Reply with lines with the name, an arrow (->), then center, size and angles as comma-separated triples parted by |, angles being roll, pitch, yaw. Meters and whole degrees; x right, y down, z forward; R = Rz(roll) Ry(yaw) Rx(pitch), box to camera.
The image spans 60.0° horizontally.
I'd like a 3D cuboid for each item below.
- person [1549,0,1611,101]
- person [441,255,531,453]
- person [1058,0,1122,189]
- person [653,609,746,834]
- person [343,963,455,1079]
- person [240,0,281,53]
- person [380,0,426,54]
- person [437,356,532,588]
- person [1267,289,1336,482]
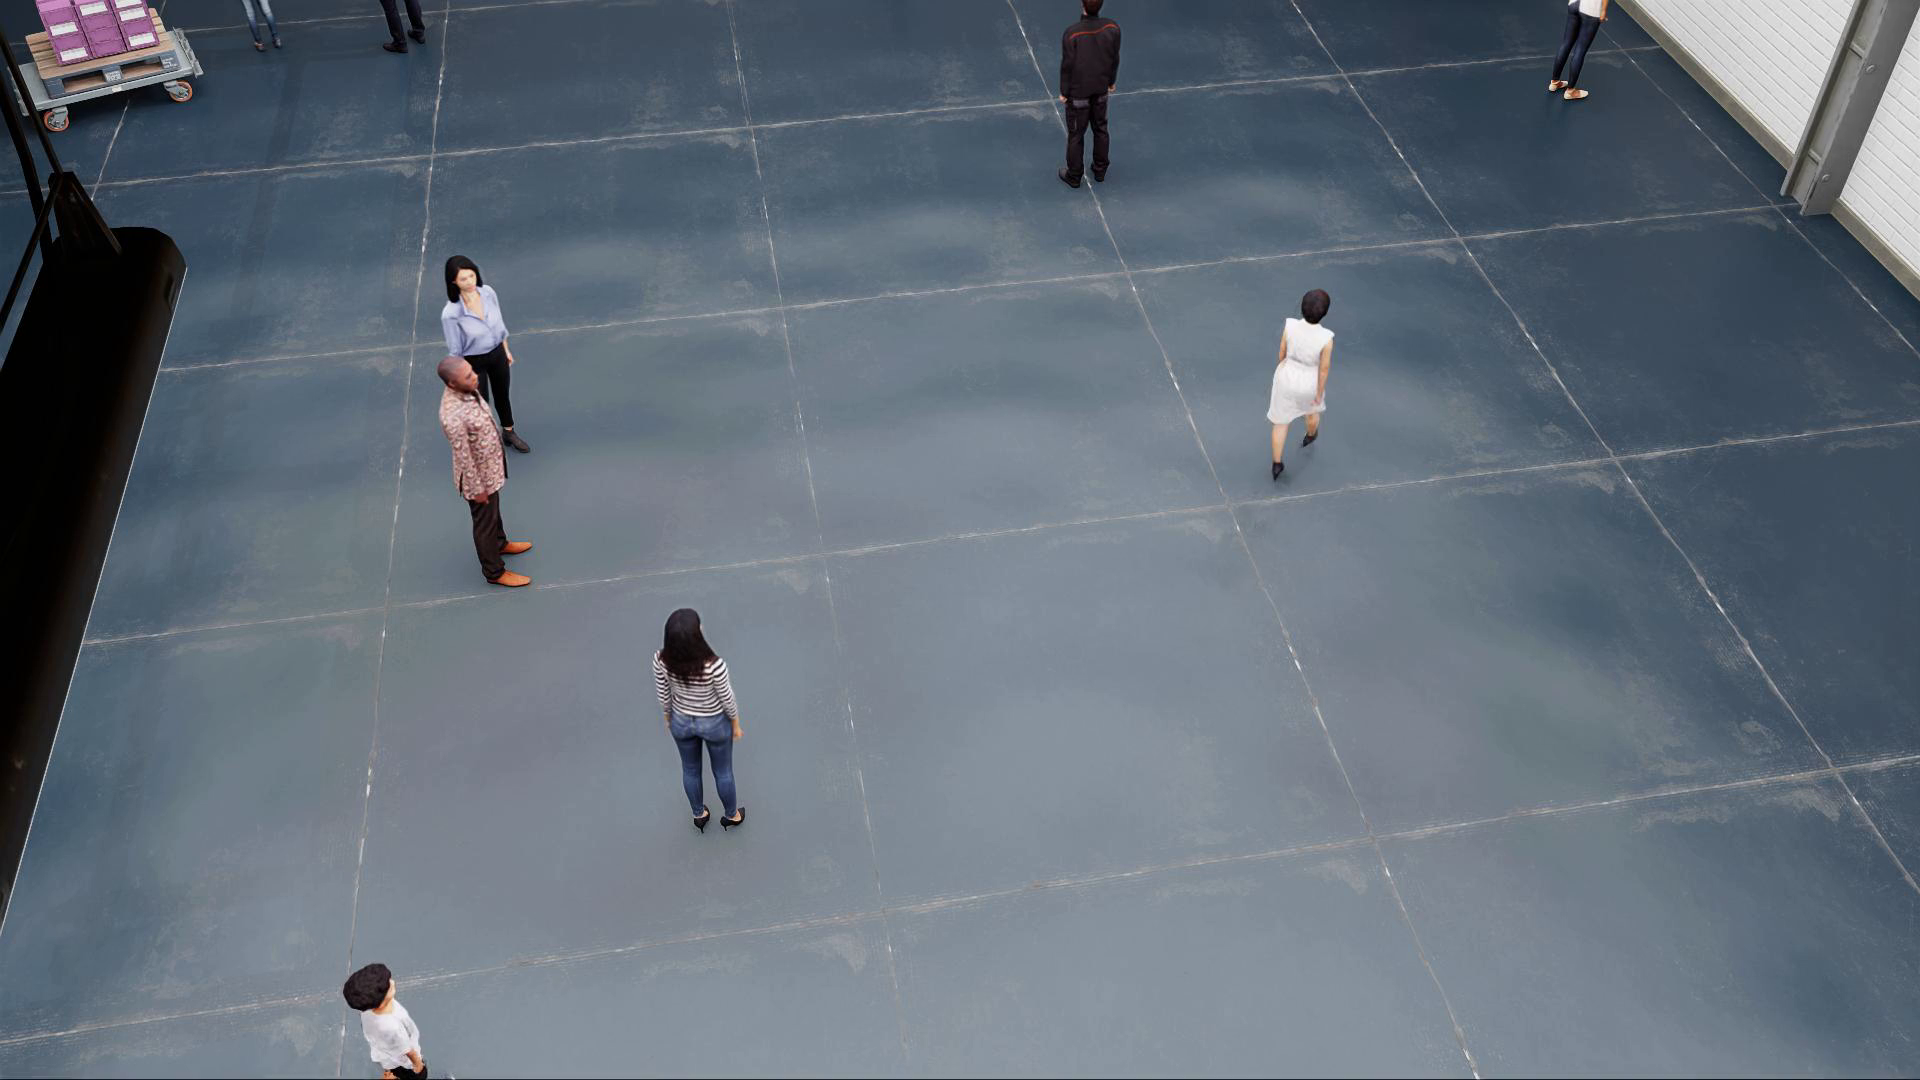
person -> 5.965, -5.079, 15.853 | 0.713, 1.784, 0.560 | -19, 47, -19
person -> -3.412, -1.281, 11.895 | 0.772, 1.744, 0.726 | 29, 51, 27
person -> 1.126, -3.989, 14.670 | 0.764, 1.838, 0.641 | -16, 46, -16
person -> -1.467, 1.050, 9.411 | 0.635, 1.797, 0.586 | 6, 44, 6
person -> -2.855, 2.533, 8.248 | 0.698, 1.253, 0.751 | 28, 50, 26
person -> -7.136, -5.562, 16.706 | 0.535, 1.307, 0.571 | -24, 49, -23
person -> -5.703, -5.783, 16.550 | 0.857, 1.842, 0.786 | 24, 48, 23
person -> -3.197, -0.476, 11.004 | 0.744, 1.808, 0.527 | -5, 44, -5
person -> 2.385, -1.063, 11.823 | 0.823, 1.529, 0.952 | 16, 46, 16
